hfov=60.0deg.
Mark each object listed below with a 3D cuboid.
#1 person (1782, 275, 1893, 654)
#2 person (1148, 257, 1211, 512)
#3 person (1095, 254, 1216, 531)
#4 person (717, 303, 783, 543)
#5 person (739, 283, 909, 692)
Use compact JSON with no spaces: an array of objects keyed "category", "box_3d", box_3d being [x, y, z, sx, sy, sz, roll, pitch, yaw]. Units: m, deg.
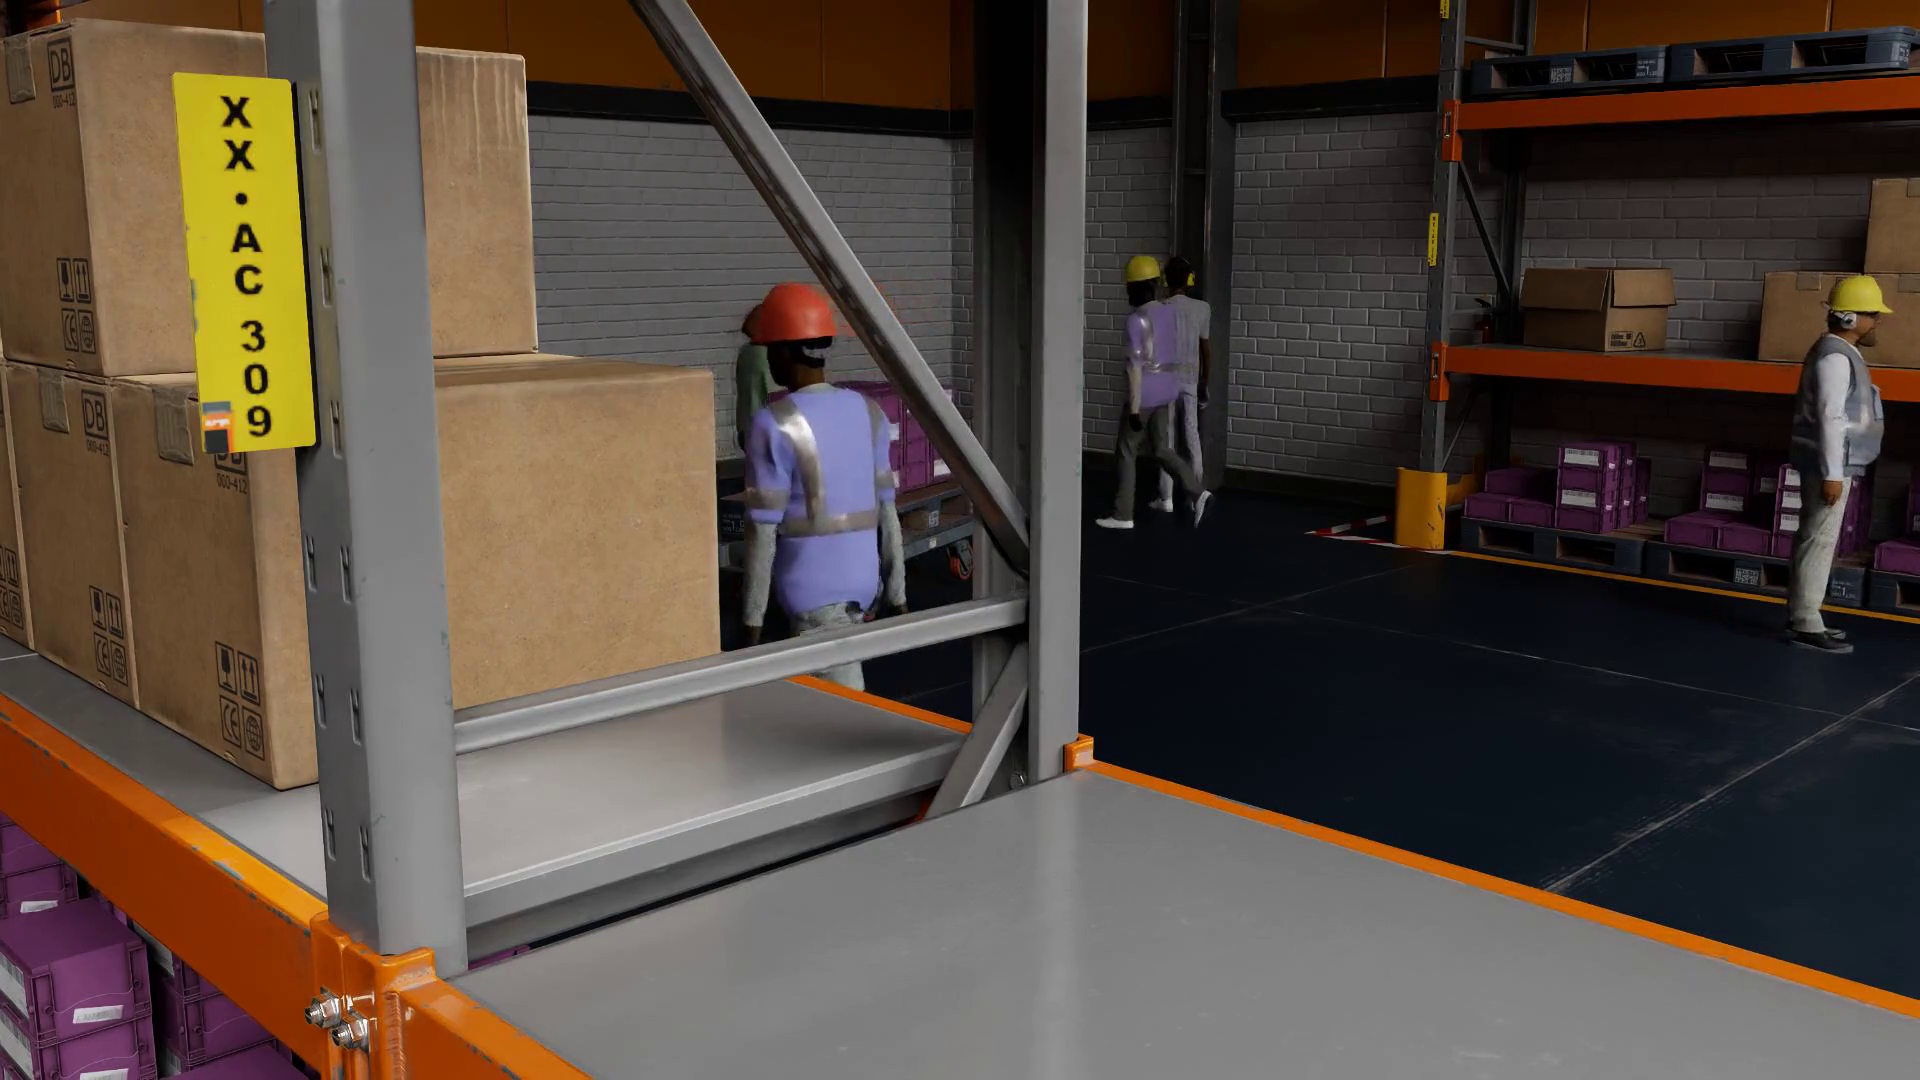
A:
[{"category":"person","box_3d":[4.284,-0.374,8.156,0.403,1.827,0.599,5,11,25]},{"category":"person","box_3d":[1.589,-1.135,12.217,0.526,1.864,0.315,-3,11,-14]},{"category":"person","box_3d":[1.329,-0.982,11.289,0.796,1.900,0.598,9,14,40]},{"category":"person","box_3d":[-1.285,-0.641,10.187,0.471,1.611,0.549,-7,12,-34]},{"category":"person","box_3d":[-0.400,0.144,5.206,1.041,1.882,0.552,8,13,37]}]
